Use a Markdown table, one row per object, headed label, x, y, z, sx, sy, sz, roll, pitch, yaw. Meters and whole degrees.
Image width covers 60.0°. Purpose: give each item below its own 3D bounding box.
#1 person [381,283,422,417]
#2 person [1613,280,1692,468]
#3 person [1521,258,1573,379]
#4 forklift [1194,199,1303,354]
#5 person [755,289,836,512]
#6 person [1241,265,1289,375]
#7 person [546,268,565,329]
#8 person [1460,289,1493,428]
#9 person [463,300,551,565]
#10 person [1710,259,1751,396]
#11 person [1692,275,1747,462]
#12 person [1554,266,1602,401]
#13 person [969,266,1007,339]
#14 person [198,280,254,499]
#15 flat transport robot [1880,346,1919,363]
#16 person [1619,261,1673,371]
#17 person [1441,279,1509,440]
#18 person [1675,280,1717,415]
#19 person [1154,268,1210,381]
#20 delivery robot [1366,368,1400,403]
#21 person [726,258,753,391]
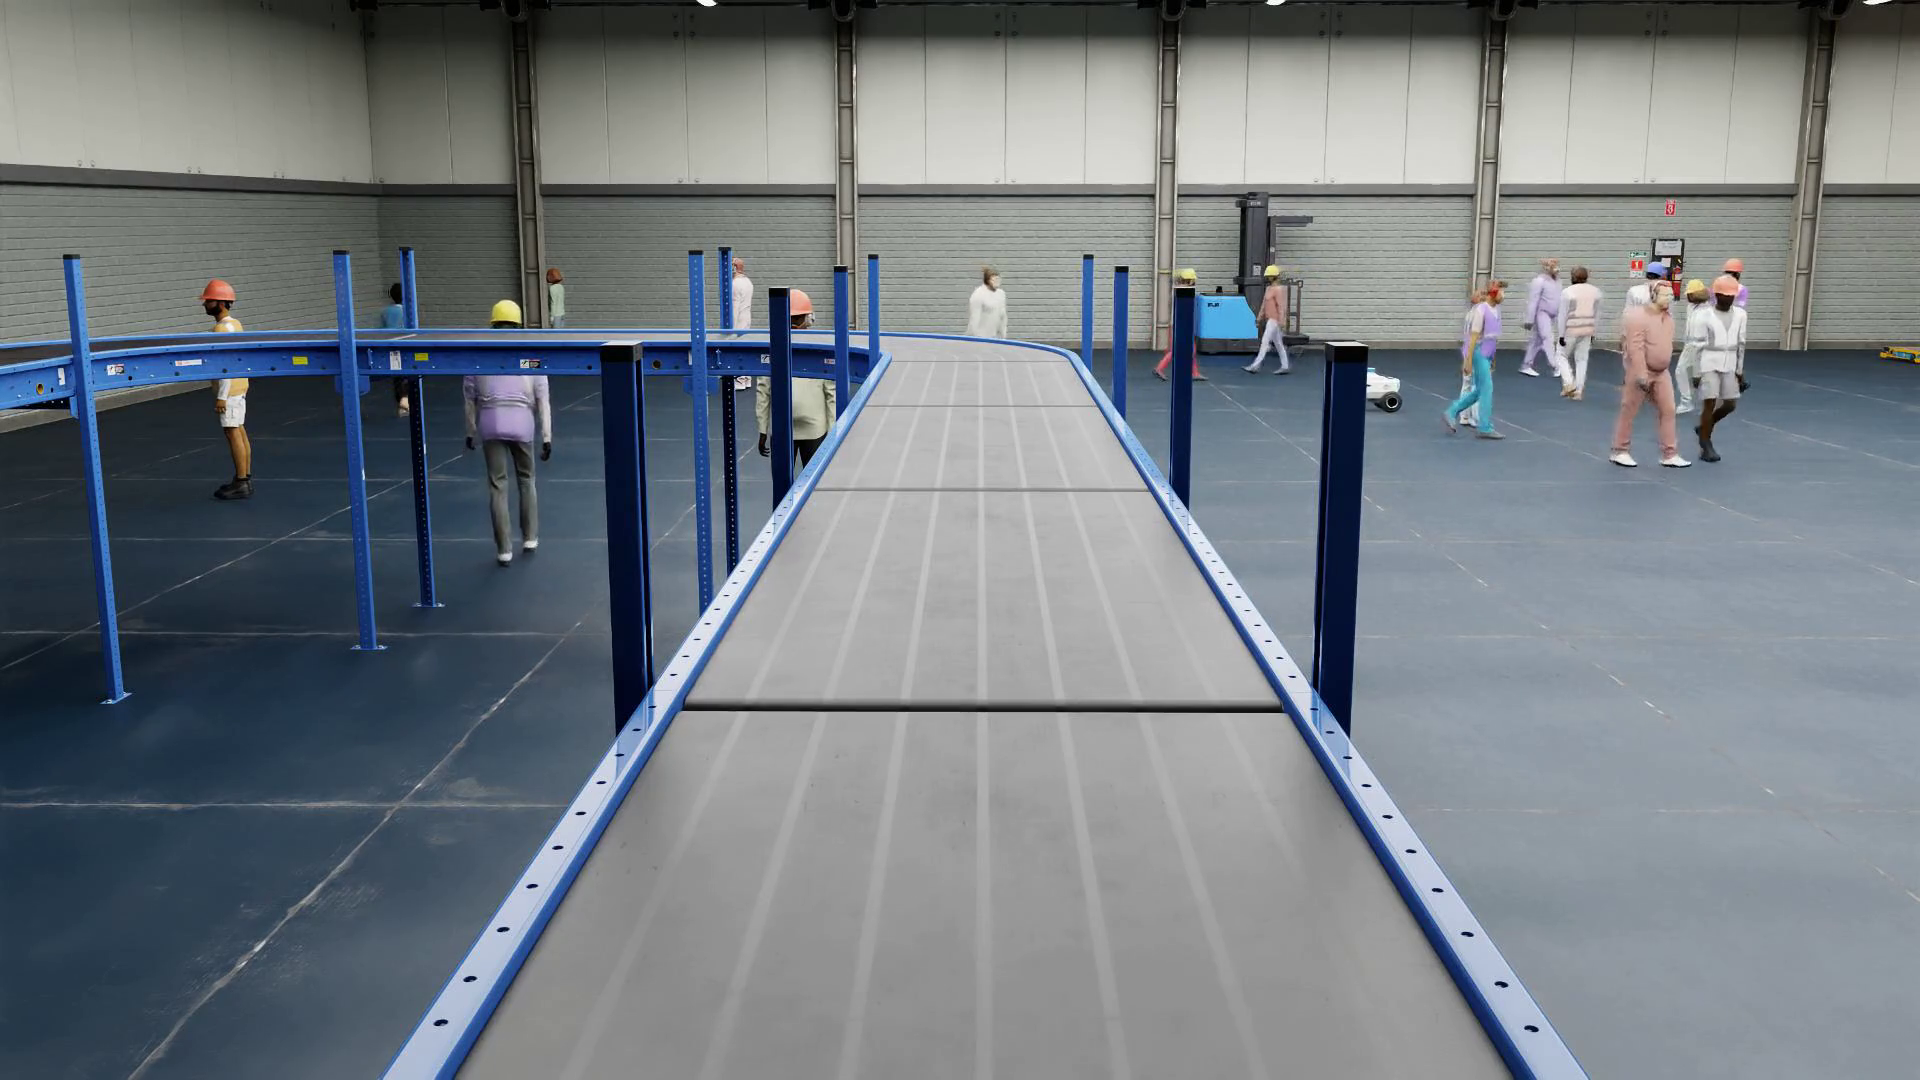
| label | x | y | z | sx | sy | sz | roll | pitch | yaw |
| --- | --- | --- | --- | --- | --- | --- | --- | --- | --- |
| person | -7.033 | -2.398 | 20.973 | 0.535 | 1.685 | 0.361 | 4 | 12 | 21 |
| person | 6.948 | -1.633 | 16.576 | 0.649 | 1.871 | 0.900 | -5 | 12 | -24 |
| person | 9.226 | -3.470 | 26.048 | 0.650 | 1.852 | 0.985 | -10 | 15 | -42 |
| forklift | 5.313 | -4.851 | 30.603 | 1.873 | 2.768 | 1.129 | 0 | 11 | 1 |
| person | -1.154 | -0.775 | 11.828 | 0.612 | 1.995 | 0.382 | 1 | 11 | 7 |
| person | 4.880 | -3.490 | 26.478 | 0.887 | 1.727 | 0.532 | -1 | 11 | -5 |
| person | -6.838 | -3.773 | 28.165 | 0.265 | 1.632 | 0.508 | 1 | 11 | 7 |
| person | 6.188 | -2.168 | 19.893 | 0.311 | 1.642 | 0.514 | -3 | 11 | -14 |
| person | -3.327 | -0.804 | 12.247 | 0.611 | 1.893 | 0.830 | -3 | 11 | -14 |
| person | 10.865 | -2.987 | 23.437 | 0.930 | 1.896 | 0.569 | -9 | 14 | -37 |
| person | 7.818 | -1.783 | 17.203 | 0.575 | 1.916 | 0.597 | -1 | 11 | -5 |
| person | 8.458 | -2.837 | 22.833 | 0.621 | 1.831 | 0.432 | -2 | 11 | -10 |
| person | 0.375 | -2.561 | 21.336 | 0.871 | 1.874 | 0.647 | 7 | 13 | 33 |
| person | -6.577 | -1.352 | 14.927 | 0.344 | 1.942 | 0.547 | -2 | 11 | -12 |
| flat transport robot | 16.776 | -3.238 | 29.036 | 0.652 | 0.197 | 1.431 | 0 | 11 | 1 |
| person | 8.976 | -2.678 | 21.790 | 0.634 | 1.923 | 0.518 | 0 | 11 | 2 |
| person | 5.899 | -2.078 | 19.023 | 0.728 | 1.810 | 0.593 | 7 | 13 | 33 |
| person | 9.349 | -2.440 | 21.128 | 0.668 | 1.698 | 0.593 | -3 | 11 | -15 |
| person | 3.398 | -3.298 | 25.471 | 0.854 | 1.737 | 0.527 | -1 | 11 | -4 |
| delivery robot | 5.352 | -2.001 | 21.704 | 0.707 | 0.478 | 0.477 | 0 | 11 | 0 |
| person | -3.238 | -3.130 | 24.153 | 0.409 | 1.907 | 0.651 | 2 | 11 | 12 |
